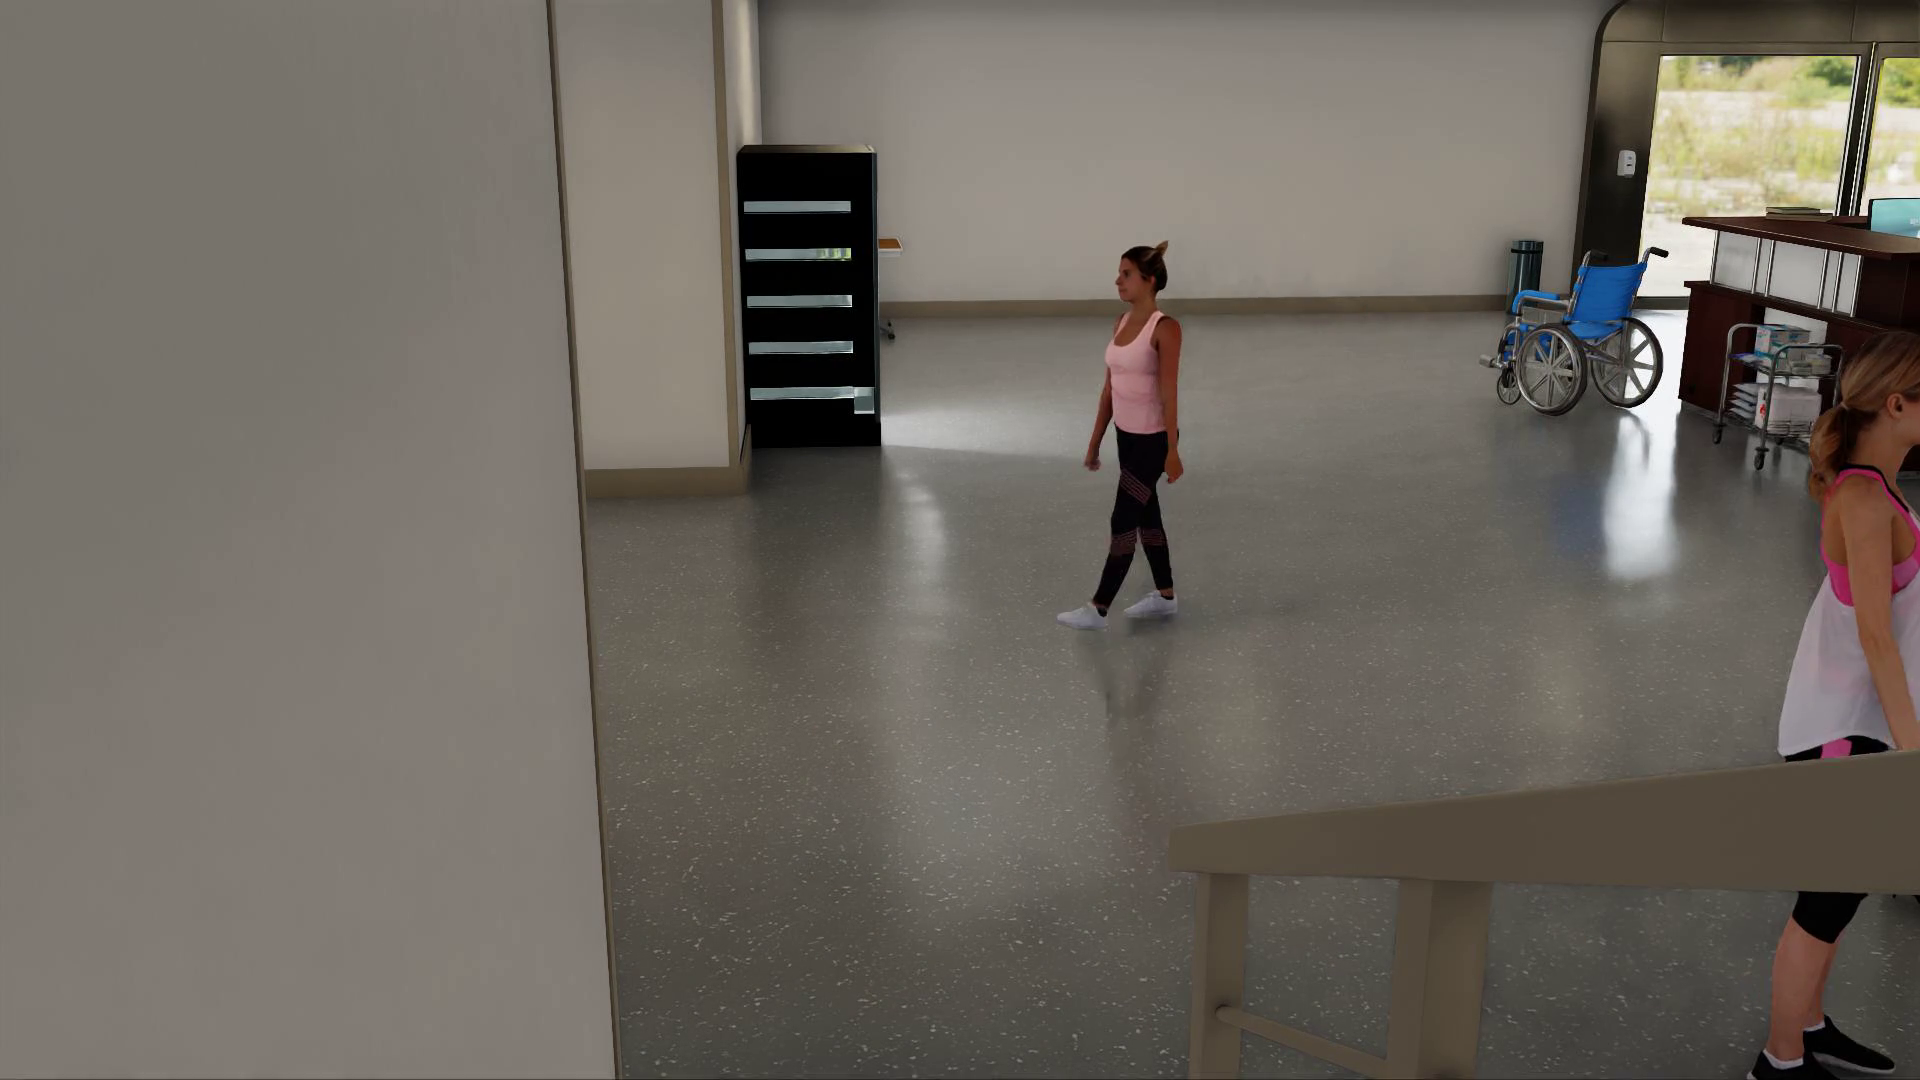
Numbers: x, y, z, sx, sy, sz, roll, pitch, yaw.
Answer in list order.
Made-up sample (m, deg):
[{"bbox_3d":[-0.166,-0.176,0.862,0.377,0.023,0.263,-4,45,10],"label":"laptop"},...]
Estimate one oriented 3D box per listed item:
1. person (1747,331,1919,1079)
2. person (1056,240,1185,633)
[{"bbox_3d":[1.913,0.430,3.686,0.791,1.781,0.702,9,18,28],"label":"person"},{"bbox_3d":[0.837,-0.422,7.000,0.833,1.623,0.925,-7,17,-25],"label":"person"}]
